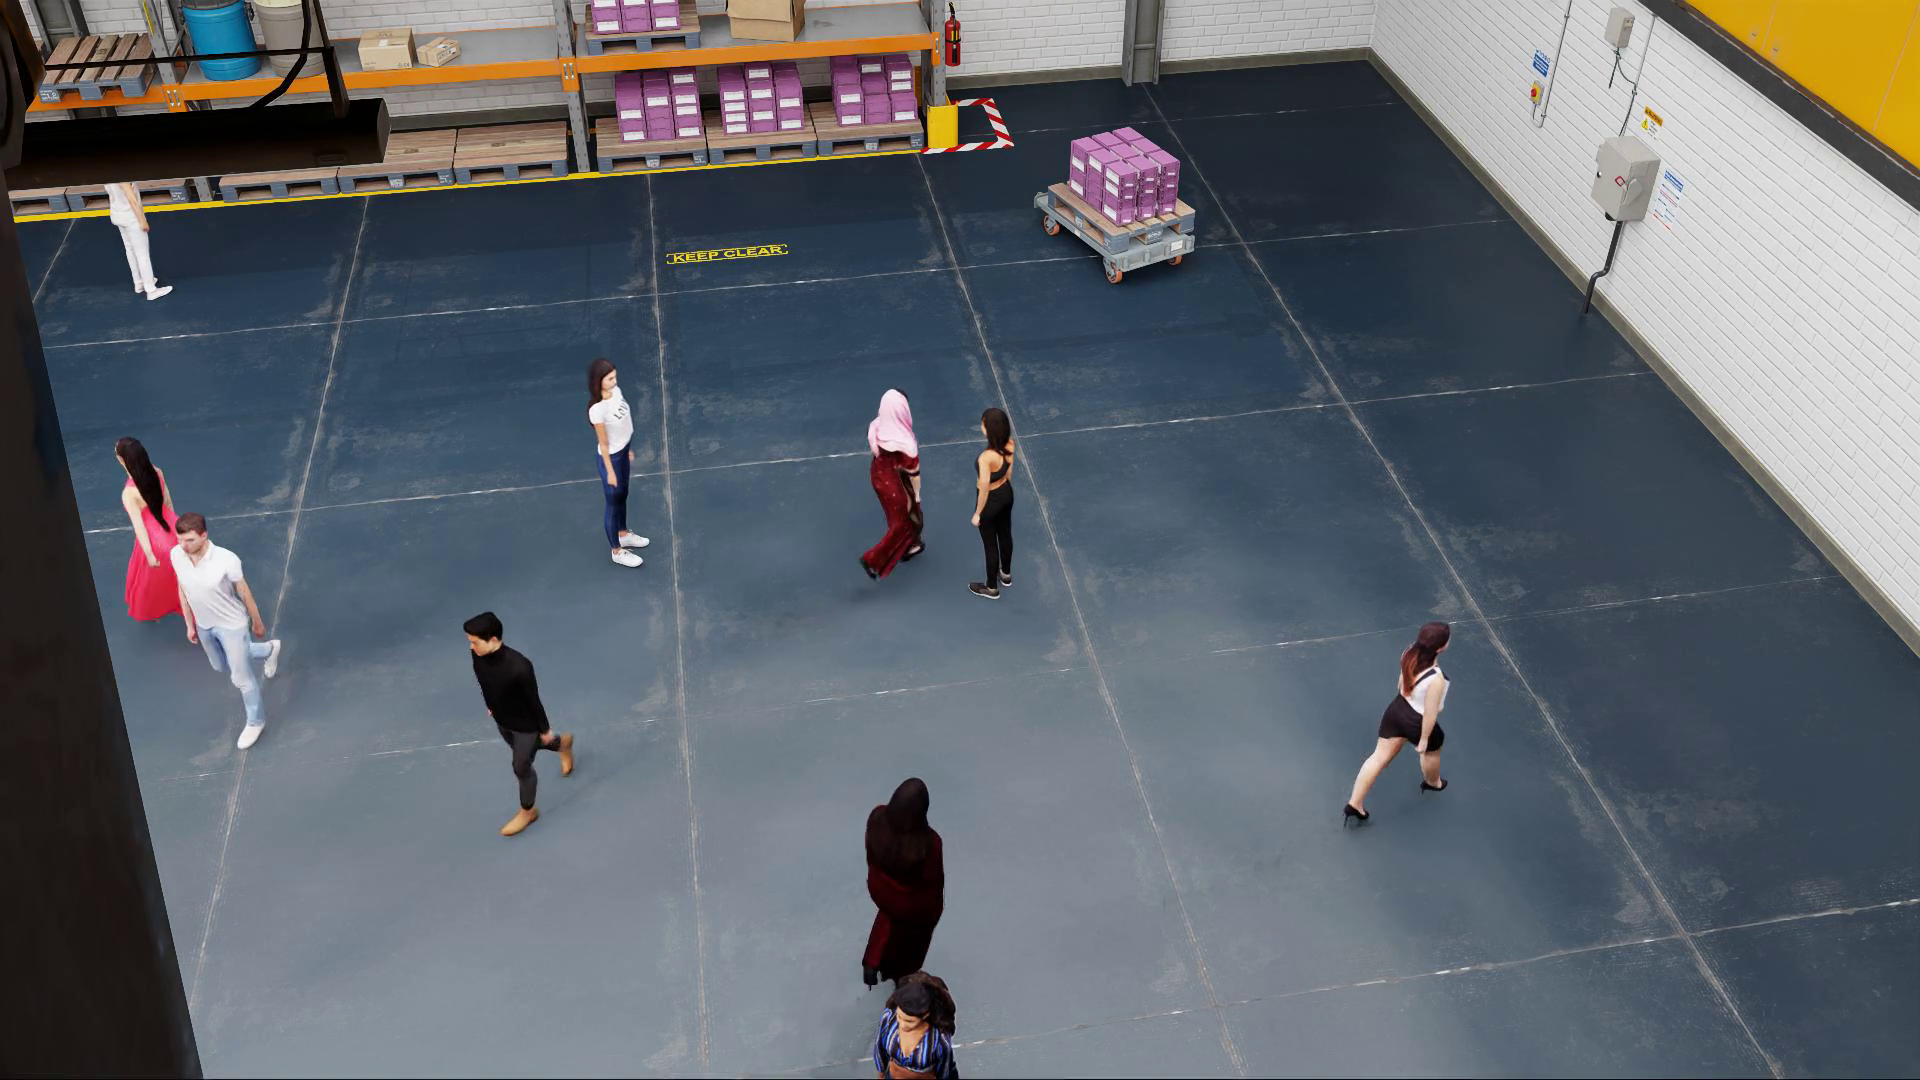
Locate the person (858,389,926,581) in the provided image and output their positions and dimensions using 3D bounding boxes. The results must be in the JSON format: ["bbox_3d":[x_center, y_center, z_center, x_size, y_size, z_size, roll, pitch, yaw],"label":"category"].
[{"bbox_3d":[-0.537,-0.394,12.505,1.053,1.623,0.926,-30,47,-32],"label":"person"}]

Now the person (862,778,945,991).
[{"bbox_3d":[-0.367,2.047,9.352,0.839,1.742,0.897,26,45,29],"label":"person"}]

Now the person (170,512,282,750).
[{"bbox_3d":[-4.924,0.508,11.210,1.064,1.830,0.975,8,39,10],"label":"person"}]

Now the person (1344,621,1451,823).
[{"bbox_3d":[2.788,1.186,10.543,1.127,1.602,0.786,-17,42,-20],"label":"person"}]

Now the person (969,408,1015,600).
[{"bbox_3d":[0.264,-0.278,12.343,0.677,1.644,0.610,25,45,28],"label":"person"}]

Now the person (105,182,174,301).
[{"bbox_3d":[-7.952,-3.100,15.857,0.678,1.668,0.734,25,45,28],"label":"person"}]

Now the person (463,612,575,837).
[{"bbox_3d":[-2.769,1.064,10.623,1.075,1.693,1.140,22,44,26],"label":"person"}]

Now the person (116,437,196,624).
[{"bbox_3d":[-5.628,0.029,11.935,1.198,1.672,0.914,9,39,11],"label":"person"}]

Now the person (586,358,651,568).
[{"bbox_3d":[-2.643,-0.603,12.645,0.617,1.776,0.650,5,39,7],"label":"person"}]

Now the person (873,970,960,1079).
[{"bbox_3d":[-0.225,2.783,8.531,0.654,1.617,0.756,14,41,17],"label":"person"}]
